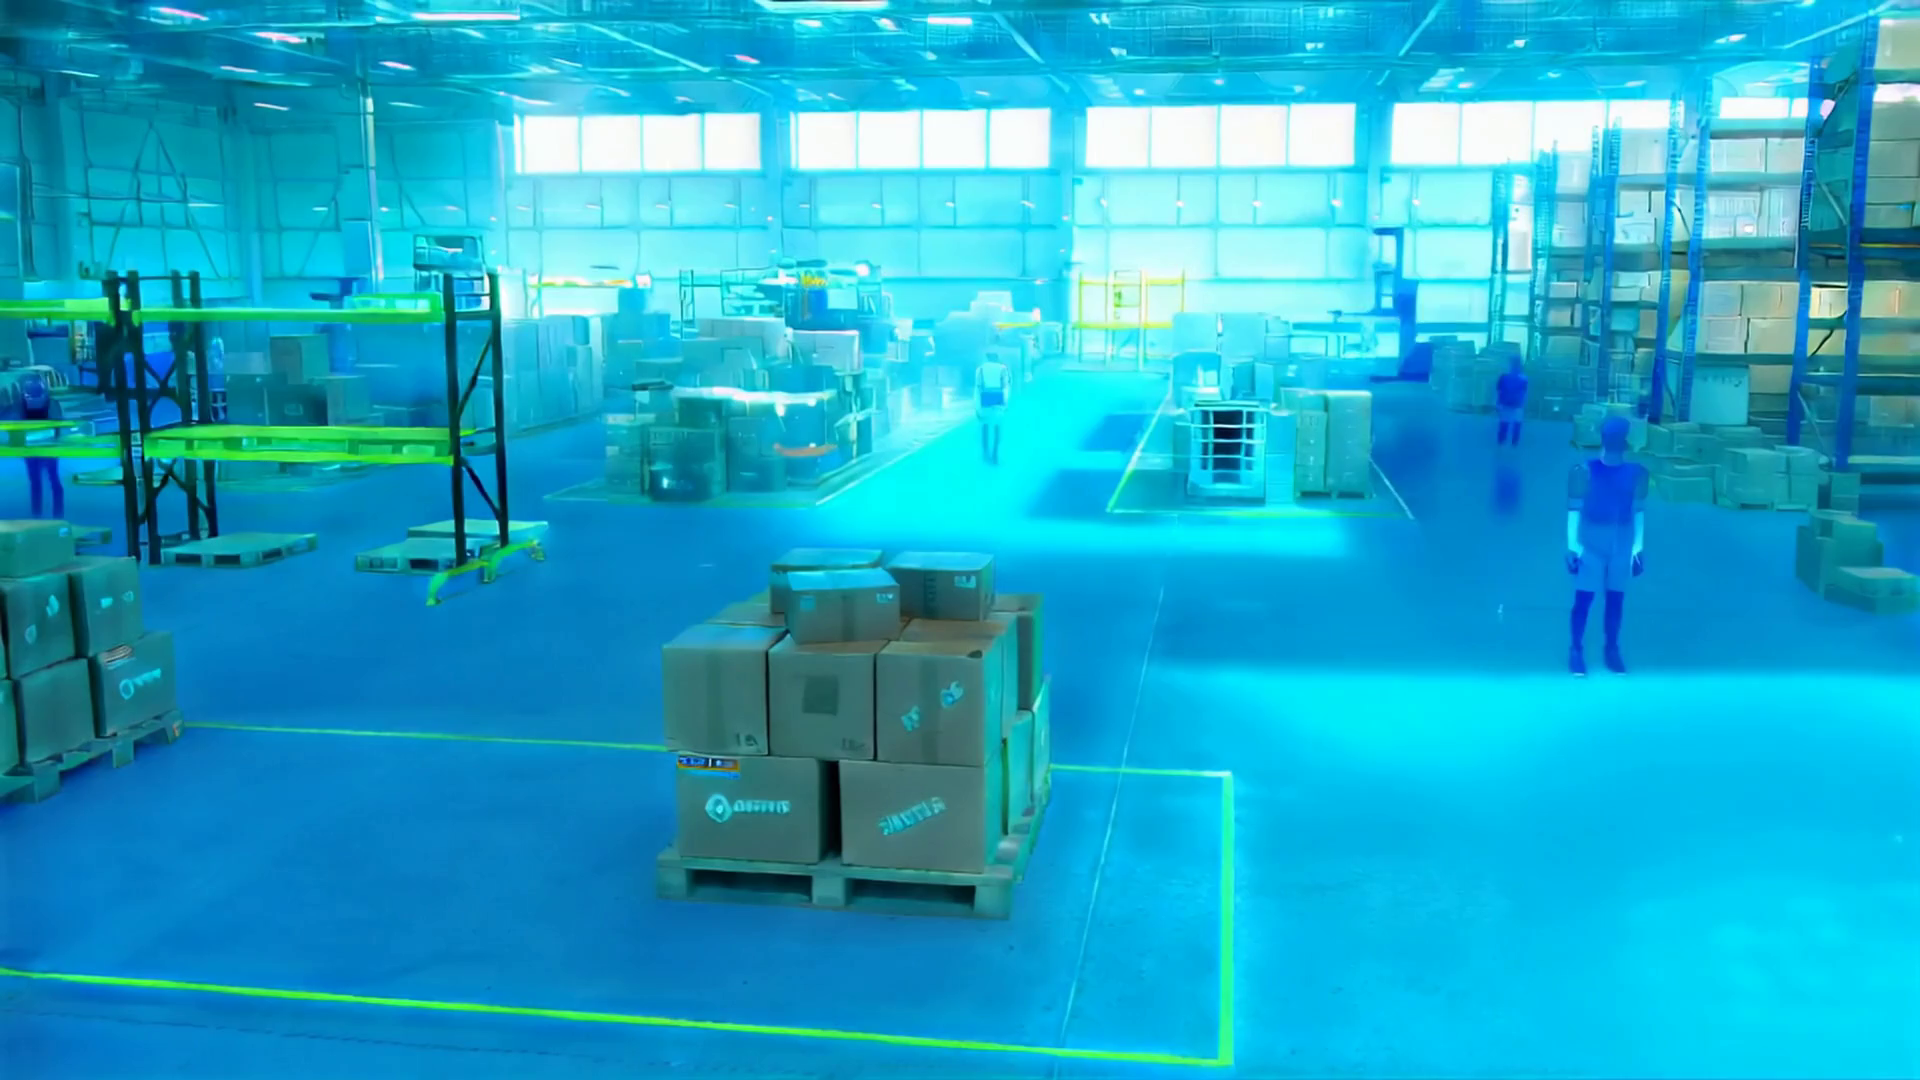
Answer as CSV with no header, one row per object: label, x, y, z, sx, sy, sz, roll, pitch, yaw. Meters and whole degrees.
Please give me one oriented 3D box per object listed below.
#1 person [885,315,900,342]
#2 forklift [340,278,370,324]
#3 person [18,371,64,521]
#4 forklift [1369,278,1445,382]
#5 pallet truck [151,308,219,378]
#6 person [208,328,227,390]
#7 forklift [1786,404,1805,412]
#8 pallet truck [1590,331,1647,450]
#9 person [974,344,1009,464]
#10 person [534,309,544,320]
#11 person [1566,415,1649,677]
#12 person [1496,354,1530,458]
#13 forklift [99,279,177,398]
person,-1.701,-4.722,41.999,0.370,1.916,0.597,-5,10,-28
forklift,-15.691,-5.423,43.358,1.129,2.768,1.873,8,12,40
person,-10.898,-1.074,19.721,0.507,1.846,0.342,-1,9,-3
forklift,12.076,-5.652,44.773,1.873,2.768,1.129,1,9,9
pallet truck,-21.869,-5.598,47.154,0.823,1.965,1.885,4,10,26
person,-18.380,-4.450,41.250,0.794,1.610,0.510,-5,10,-28
forklift,18.511,-4.211,35.883,1.129,2.768,1.873,1,9,9
pallet truck,11.253,-2.573,28.499,0.823,1.965,1.885,5,10,27
person,0.503,-2.152,26.255,0.545,1.887,0.997,1,9,4
person,-11.971,-5.621,47.485,0.634,1.937,0.390,3,10,17
person,4.820,0.050,12.415,0.603,1.966,0.368,0,9,-2
person,8.968,-2.184,27.036,0.539,1.685,0.516,1,9,7
forklift,-19.606,-4.720,39.027,1.873,2.768,1.129,1,9,9
